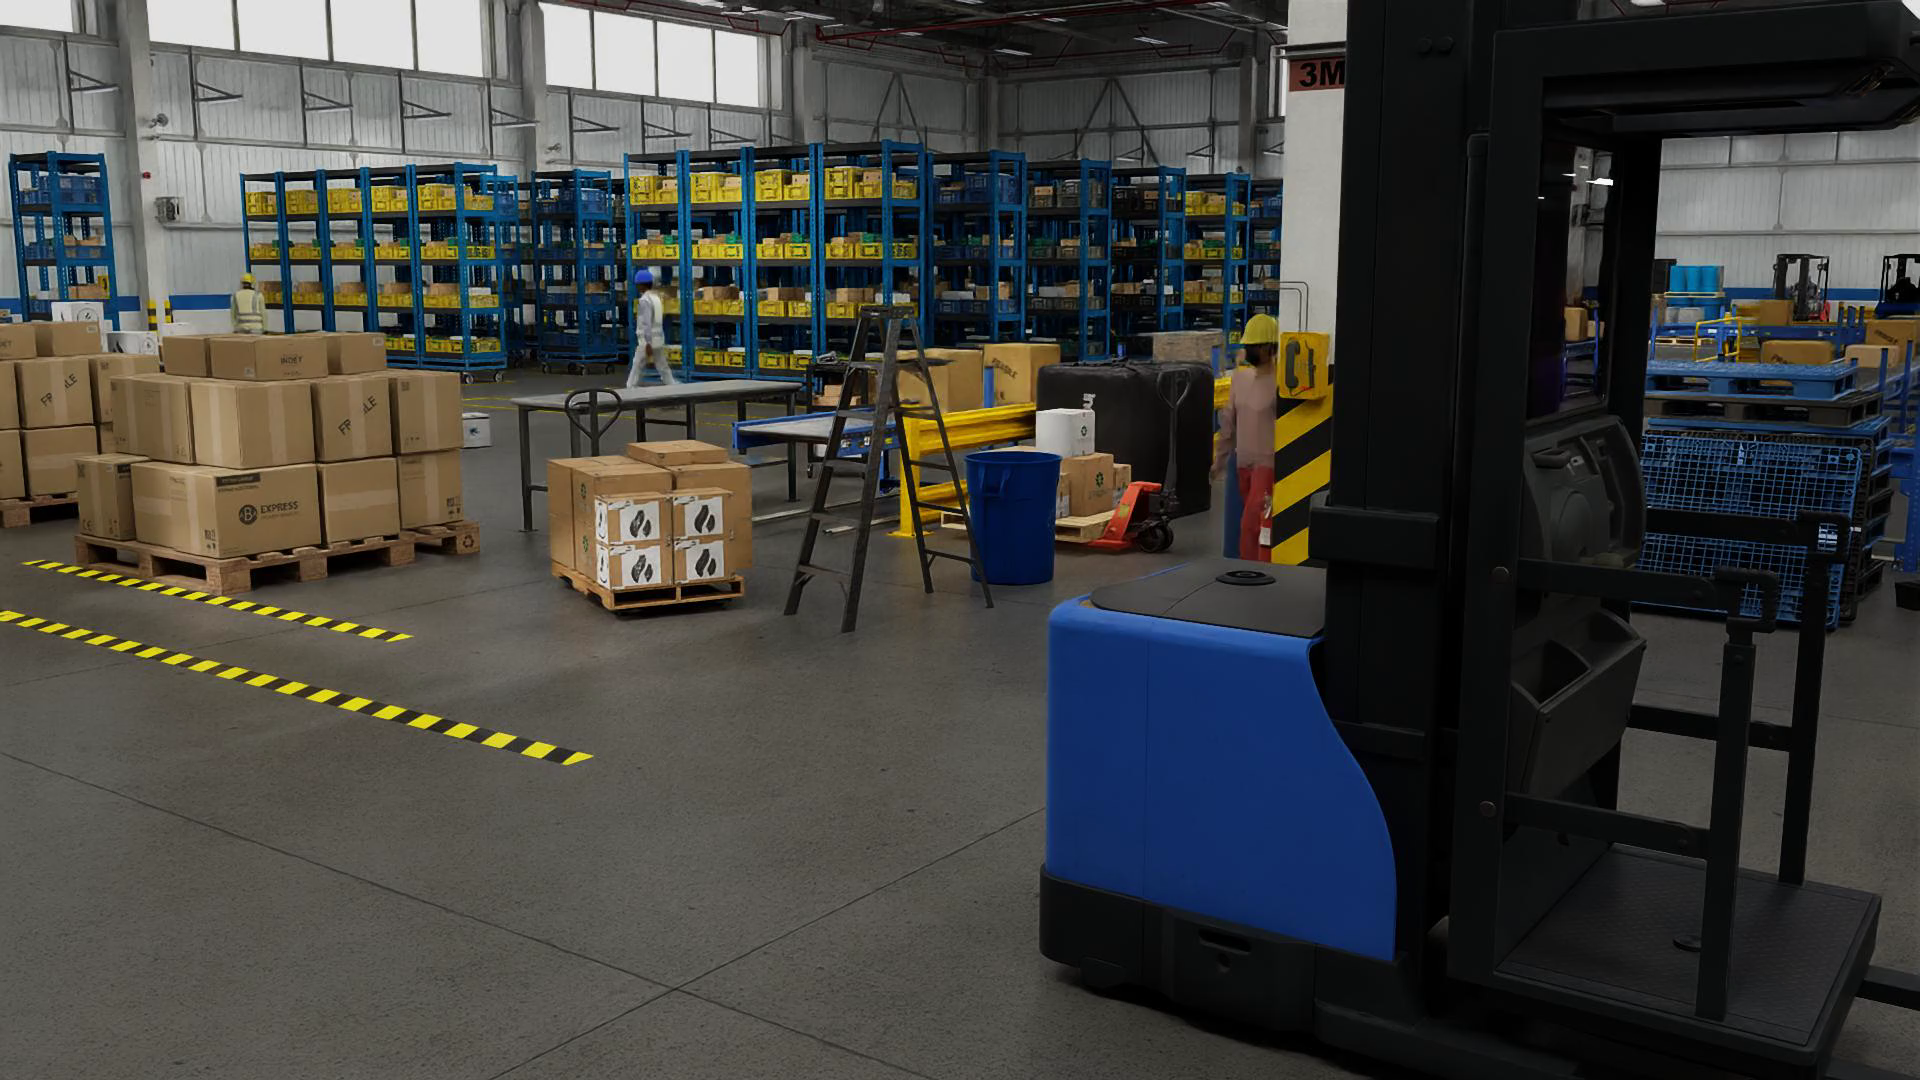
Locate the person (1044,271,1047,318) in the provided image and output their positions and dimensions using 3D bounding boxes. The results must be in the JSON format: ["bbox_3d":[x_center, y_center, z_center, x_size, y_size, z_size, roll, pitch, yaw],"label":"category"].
[{"bbox_3d":[1.978,-5.603,39.981,0.567,1.848,0.389,7,12,36],"label":"person"}]

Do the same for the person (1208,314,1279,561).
[{"bbox_3d":[1.778,-0.437,9.559,0.857,1.732,0.533,-6,11,-31],"label":"person"}]

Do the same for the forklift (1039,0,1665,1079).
[{"bbox_3d":[1.249,-0.137,4.360,1.873,2.768,1.129,7,12,35],"label":"forklift"}]

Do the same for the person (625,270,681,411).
[{"bbox_3d":[-4.235,-2.676,22.395,1.018,1.892,0.639,2,10,13],"label":"person"}]

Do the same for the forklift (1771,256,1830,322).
[{"bbox_3d":[20.253,-5.854,40.139,1.157,1.987,2.680,7,12,35],"label":"forklift"}]

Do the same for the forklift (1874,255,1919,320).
[{"bbox_3d":[22.089,-5.634,38.796,1.157,1.987,2.680,6,11,33],"label":"forklift"}]

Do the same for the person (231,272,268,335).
[{"bbox_3d":[-12.126,-3.660,28.459,0.600,1.829,0.404,0,10,2],"label":"person"}]

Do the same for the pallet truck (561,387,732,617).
[{"bbox_3d":[-1.981,-0.274,10.088,0.680,1.201,1.601,-5,11,-28],"label":"pallet truck"}]

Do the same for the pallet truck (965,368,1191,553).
[{"bbox_3d":[0.845,-0.609,11.869,1.630,1.274,0.653,7,12,35],"label":"pallet truck"}]
